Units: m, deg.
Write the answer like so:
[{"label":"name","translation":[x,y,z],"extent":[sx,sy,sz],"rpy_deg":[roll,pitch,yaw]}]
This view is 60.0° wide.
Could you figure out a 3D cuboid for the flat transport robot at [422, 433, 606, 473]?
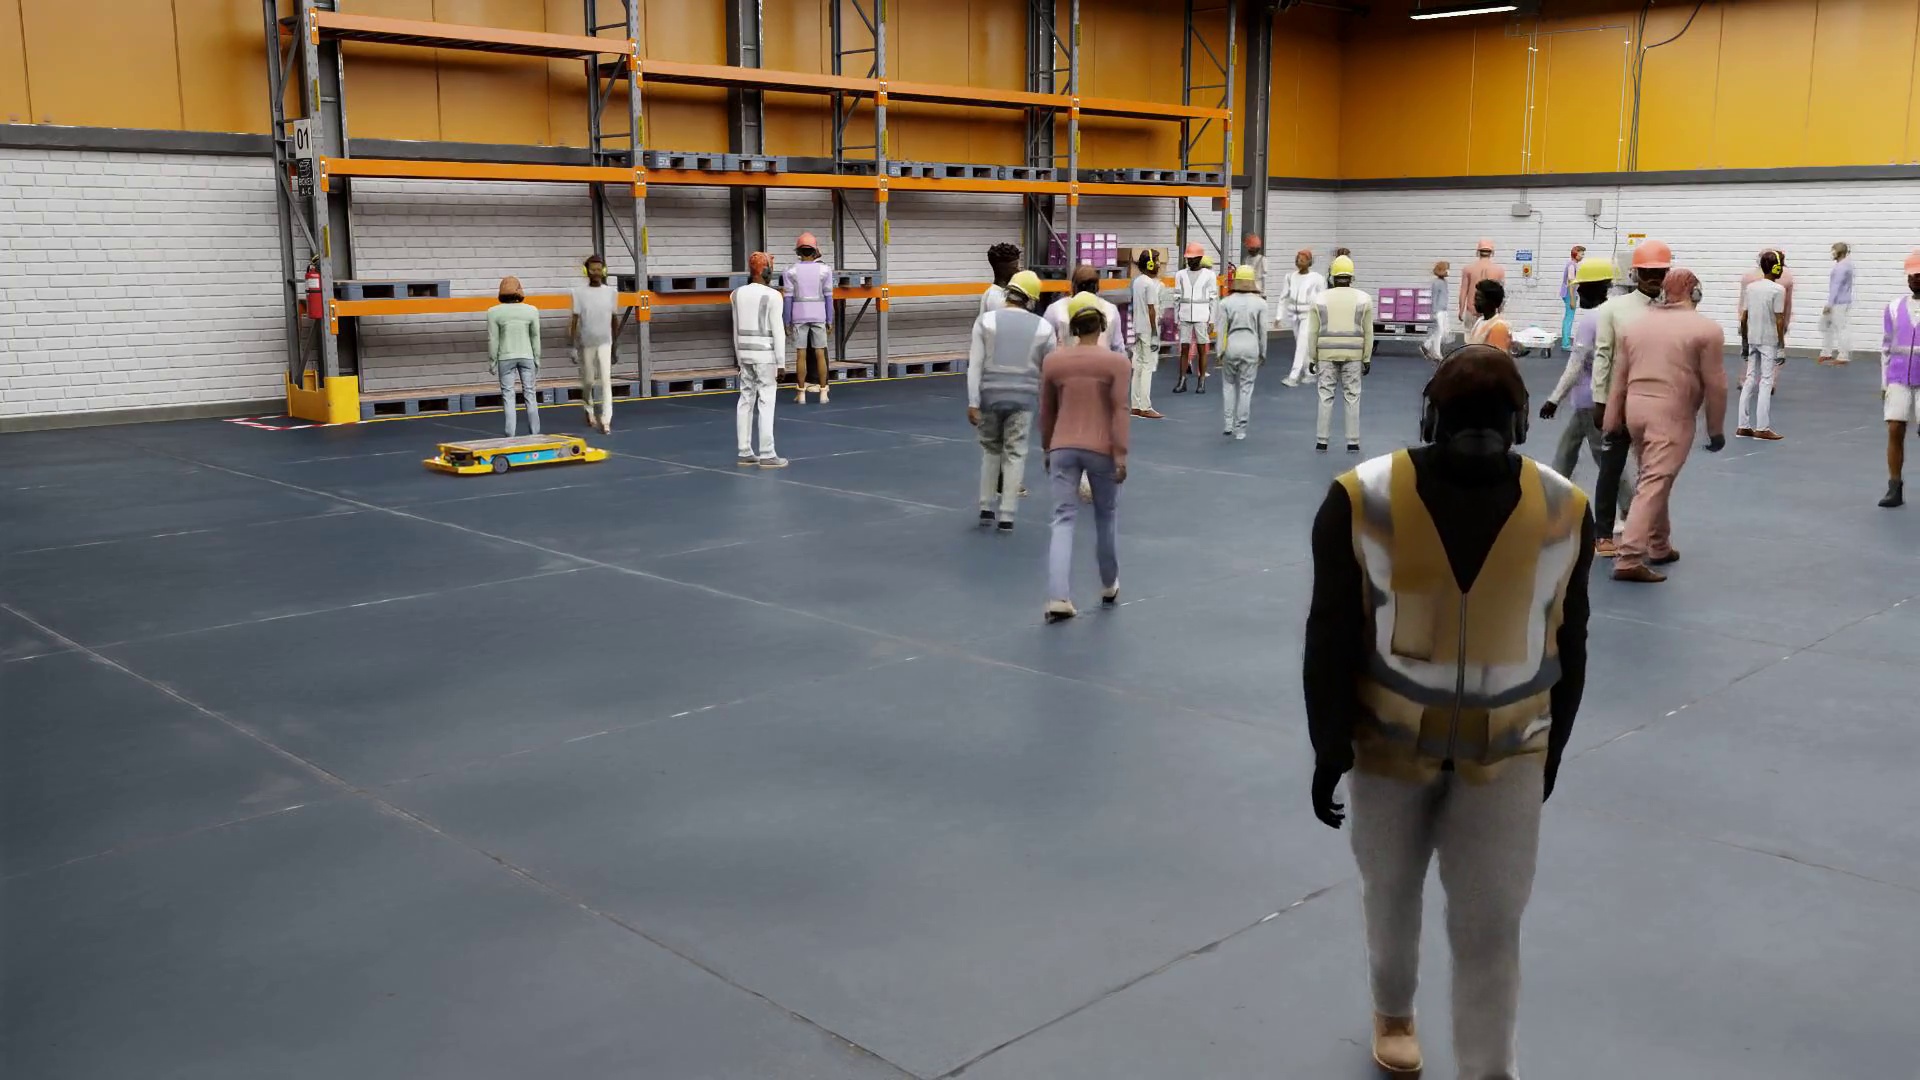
[{"label":"flat transport robot","translation":[-3.895,-0.768,14.560],"extent":[1.431,0.197,0.652],"rpy_deg":[-10,14,-44]}]

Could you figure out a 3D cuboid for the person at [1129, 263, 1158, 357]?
[{"label":"person","translation":[2.847,-3.576,26.009],"extent":[0.568,1.679,0.540],"rpy_deg":[-9,14,-41]}]

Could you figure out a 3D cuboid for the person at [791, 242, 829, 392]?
[{"label":"person","translation":[-1.969,-2.943,21.590],"extent":[0.535,2.000,0.679],"rpy_deg":[-5,12,-27]}]

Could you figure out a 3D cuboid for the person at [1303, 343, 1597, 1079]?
[{"label":"person","translation":[1.072,0.467,3.685],"extent":[0.621,1.793,0.976],"rpy_deg":[2,11,11]}]

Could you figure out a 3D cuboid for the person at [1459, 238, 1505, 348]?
[{"label":"person","translation":[7.506,-3.339,23.921],"extent":[0.647,1.972,0.467],"rpy_deg":[2,11,11]}]

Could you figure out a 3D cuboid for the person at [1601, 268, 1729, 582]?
[{"label":"person","translation":[4.179,-0.692,9.931],"extent":[0.907,1.835,0.673],"rpy_deg":[-5,12,-26]}]

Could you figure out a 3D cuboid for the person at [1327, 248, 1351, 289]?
[{"label":"person","translation":[6.659,-4.219,29.217],"extent":[0.956,1.783,0.652],"rpy_deg":[-2,11,-13]}]

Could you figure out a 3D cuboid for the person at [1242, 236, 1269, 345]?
[{"label":"person","translation":[5.398,-4.594,30.735],"extent":[0.531,2.002,0.757],"rpy_deg":[-6,12,-31]}]

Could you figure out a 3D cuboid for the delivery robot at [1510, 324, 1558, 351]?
[{"label":"delivery robot","translation":[9.495,-3.331,27.507],"extent":[0.707,0.478,0.477],"rpy_deg":[7,12,33]}]

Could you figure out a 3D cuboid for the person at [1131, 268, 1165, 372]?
[{"label":"person","translation":[2.734,-3.242,24.380],"extent":[0.527,1.595,0.837],"rpy_deg":[5,12,26]}]

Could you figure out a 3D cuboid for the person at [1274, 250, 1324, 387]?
[{"label":"person","translation":[4.612,-2.994,22.481],"extent":[0.587,1.831,1.009],"rpy_deg":[10,14,42]}]

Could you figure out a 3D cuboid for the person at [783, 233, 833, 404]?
[{"label":"person","translation":[-1.829,-2.661,20.042],"extent":[0.605,2.045,0.379],"rpy_deg":[-2,11,-11]}]

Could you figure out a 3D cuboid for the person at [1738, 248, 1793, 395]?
[{"label":"person","translation":[10.318,-2.801,21.332],"extent":[0.659,1.865,0.985],"rpy_deg":[2,11,12]}]

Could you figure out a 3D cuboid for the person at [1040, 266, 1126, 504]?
[{"label":"person","translation":[0.975,-1.183,12.699],"extent":[0.663,1.790,0.775],"rpy_deg":[-3,11,-18]}]

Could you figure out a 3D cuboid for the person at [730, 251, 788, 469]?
[{"label":"person","translation":[-1.743,-1.559,14.487],"extent":[0.569,1.882,0.338],"rpy_deg":[7,13,34]}]

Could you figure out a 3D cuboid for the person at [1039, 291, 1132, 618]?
[{"label":"person","translation":[0.676,-0.461,8.933],"extent":[0.548,1.716,0.891],"rpy_deg":[4,11,20]}]

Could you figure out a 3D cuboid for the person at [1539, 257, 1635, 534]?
[{"label":"person","translation":[4.297,-0.982,11.361],"extent":[0.963,1.878,0.599],"rpy_deg":[6,12,30]}]

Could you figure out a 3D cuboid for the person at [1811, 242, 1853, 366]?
[{"label":"person","translation":[13.515,-3.646,25.777],"extent":[0.693,1.916,0.635],"rpy_deg":[5,12,27]}]

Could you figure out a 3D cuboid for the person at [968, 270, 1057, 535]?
[{"label":"person","translation":[0.359,-0.941,11.383],"extent":[0.602,1.785,0.621],"rpy_deg":[0,10,1]}]

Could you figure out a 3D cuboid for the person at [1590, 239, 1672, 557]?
[{"label":"person","translation":[4.282,-0.879,10.465],"extent":[0.612,1.995,0.382],"rpy_deg":[0,10,0]}]

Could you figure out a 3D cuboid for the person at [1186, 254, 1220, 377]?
[{"label":"person","translation":[3.458,-3.197,23.758],"extent":[0.549,1.750,0.379],"rpy_deg":[6,12,31]}]

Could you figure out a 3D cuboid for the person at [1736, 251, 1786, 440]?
[{"label":"person","translation":[8.002,-1.932,16.547],"extent":[0.313,1.869,0.539],"rpy_deg":[-4,11,-19]}]

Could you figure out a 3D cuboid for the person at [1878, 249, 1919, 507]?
[{"label":"person","translation":[7.194,-1.212,12.467],"extent":[0.655,1.923,0.547],"rpy_deg":[-9,14,-42]}]

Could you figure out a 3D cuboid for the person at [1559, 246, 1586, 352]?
[{"label":"person","translation":[10.646,-4.195,28.971],"extent":[0.389,1.837,0.563],"rpy_deg":[4,11,20]}]

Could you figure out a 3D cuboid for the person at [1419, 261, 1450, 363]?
[{"label":"person","translation":[7.572,-3.613,26.381],"extent":[0.444,1.618,0.529],"rpy_deg":[7,12,33]}]

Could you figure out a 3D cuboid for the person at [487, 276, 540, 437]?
[{"label":"person","translation":[-4.280,-1.712,15.990],"extent":[0.501,1.633,0.289],"rpy_deg":[-5,11,-25]}]

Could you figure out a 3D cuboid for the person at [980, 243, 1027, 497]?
[{"label":"person","translation":[0.322,-1.321,12.953],"extent":[0.368,1.966,0.602],"rpy_deg":[-1,10,-5]}]

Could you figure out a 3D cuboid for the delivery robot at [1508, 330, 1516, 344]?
[{"label":"delivery robot","translation":[9.053,-3.438,28.092],"extent":[0.477,0.478,0.707],"rpy_deg":[-6,12,-29]}]

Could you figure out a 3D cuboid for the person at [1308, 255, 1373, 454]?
[{"label":"person","translation":[3.530,-1.713,15.451],"extent":[0.591,1.833,0.403],"rpy_deg":[2,11,11]}]

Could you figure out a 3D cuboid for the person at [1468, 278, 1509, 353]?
[{"label":"person","translation":[4.131,-1.201,13.040],"extent":[0.394,1.683,0.551],"rpy_deg":[0,10,-1]}]

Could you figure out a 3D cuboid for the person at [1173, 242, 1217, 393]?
[{"label":"person","translation":[3.000,-2.841,21.327],"extent":[0.548,1.934,0.374],"rpy_deg":[4,11,23]}]

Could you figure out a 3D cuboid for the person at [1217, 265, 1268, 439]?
[{"label":"person","translation":[2.834,-1.887,16.689],"extent":[0.499,1.720,0.584],"rpy_deg":[2,11,11]}]

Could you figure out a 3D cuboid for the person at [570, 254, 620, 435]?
[{"label":"person","translation":[-3.779,-2.033,17.197],"extent":[0.524,1.842,0.917],"rpy_deg":[-3,11,-18]}]

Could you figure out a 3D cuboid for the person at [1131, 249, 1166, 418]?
[{"label":"person","translation":[2.085,-2.286,18.477],"extent":[0.323,1.871,0.530],"rpy_deg":[-3,11,-17]}]
